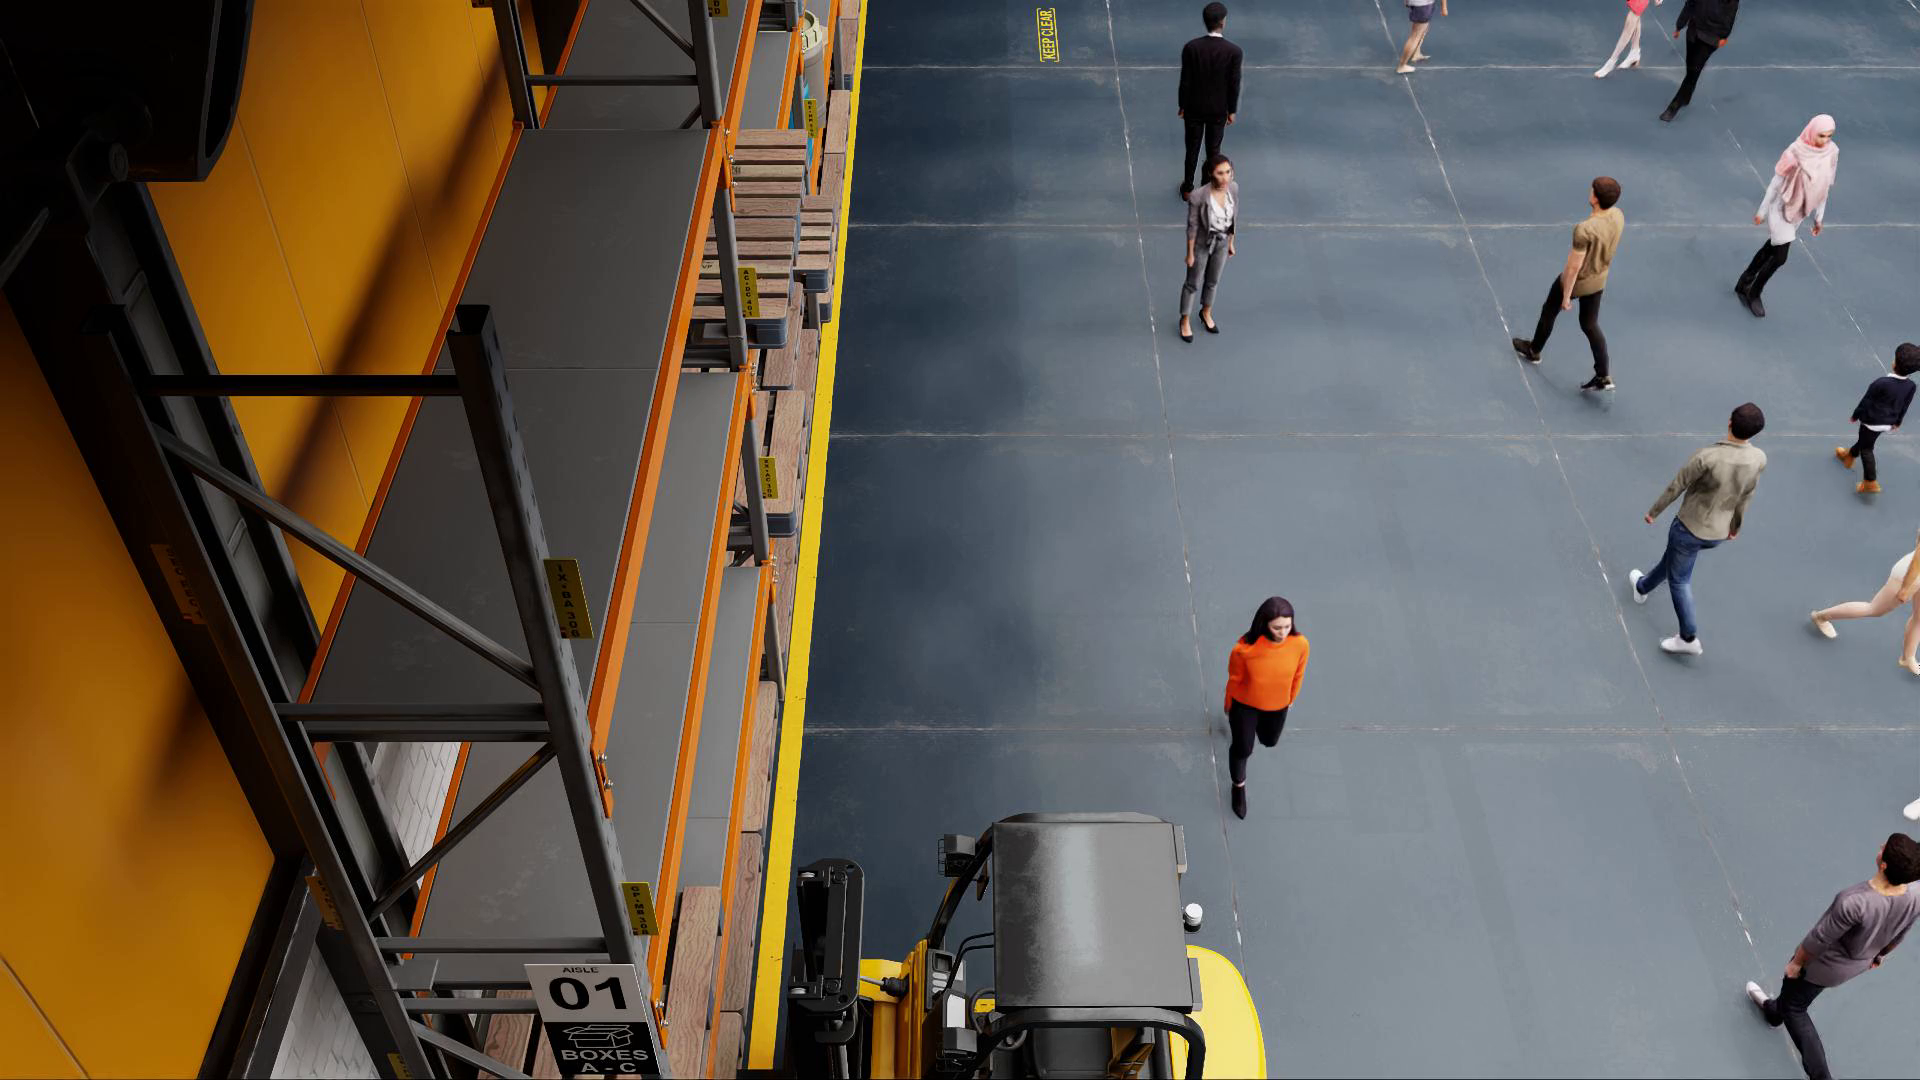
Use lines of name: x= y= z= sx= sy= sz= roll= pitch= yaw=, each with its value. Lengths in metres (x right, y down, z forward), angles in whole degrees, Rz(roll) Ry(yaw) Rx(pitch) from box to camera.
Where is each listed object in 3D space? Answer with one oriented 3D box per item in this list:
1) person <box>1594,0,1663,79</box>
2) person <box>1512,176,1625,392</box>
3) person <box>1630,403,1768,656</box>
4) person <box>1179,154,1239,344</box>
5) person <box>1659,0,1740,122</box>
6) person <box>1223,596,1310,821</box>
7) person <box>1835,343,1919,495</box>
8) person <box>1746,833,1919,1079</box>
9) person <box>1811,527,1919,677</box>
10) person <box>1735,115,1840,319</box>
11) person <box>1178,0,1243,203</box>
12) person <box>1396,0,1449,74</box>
person: x=6.953 y=-5.590 z=16.804 sx=0.894 sy=1.801 sz=0.922 roll=-17 pitch=46 yaw=-17
person: x=4.932 y=-1.964 z=12.986 sx=1.055 sy=1.817 sz=1.312 roll=-20 pitch=47 yaw=-20
person: x=4.904 y=-0.031 z=10.941 sx=0.884 sy=1.839 sz=1.180 roll=-9 pitch=44 yaw=-10
person: x=2.019 y=-2.388 z=13.531 sx=0.715 sy=1.678 sz=0.731 roll=-19 pitch=47 yaw=-19
person: x=7.322 y=-4.998 z=16.217 sx=0.969 sy=1.752 sz=0.956 roll=-25 pitch=49 yaw=-24
person: x=1.773 y=0.911 z=10.027 sx=0.685 sy=1.736 sz=0.935 roll=-5 pitch=44 yaw=-5
person: x=6.830 y=-0.878 z=12.290 sx=0.579 sy=1.205 sz=0.860 roll=-7 pitch=44 yaw=-7
person: x=4.569 y=2.212 z=8.595 sx=0.881 sy=1.826 sz=1.138 roll=-11 pitch=45 yaw=-11
person: x=6.143 y=0.194 z=10.872 sx=1.076 sy=1.608 sz=1.008 roll=34 pitch=53 yaw=30
person: x=6.834 y=-2.768 z=13.852 sx=0.732 sy=1.787 sz=0.797 roll=-12 pitch=45 yaw=-12
person: x=2.221 y=-3.922 z=14.997 sx=0.730 sy=1.878 sz=0.615 roll=7 pitch=44 yaw=8
person: x=4.643 y=-5.457 z=16.850 sx=0.747 sy=1.545 sz=0.720 roll=-13 pitch=45 yaw=-13
